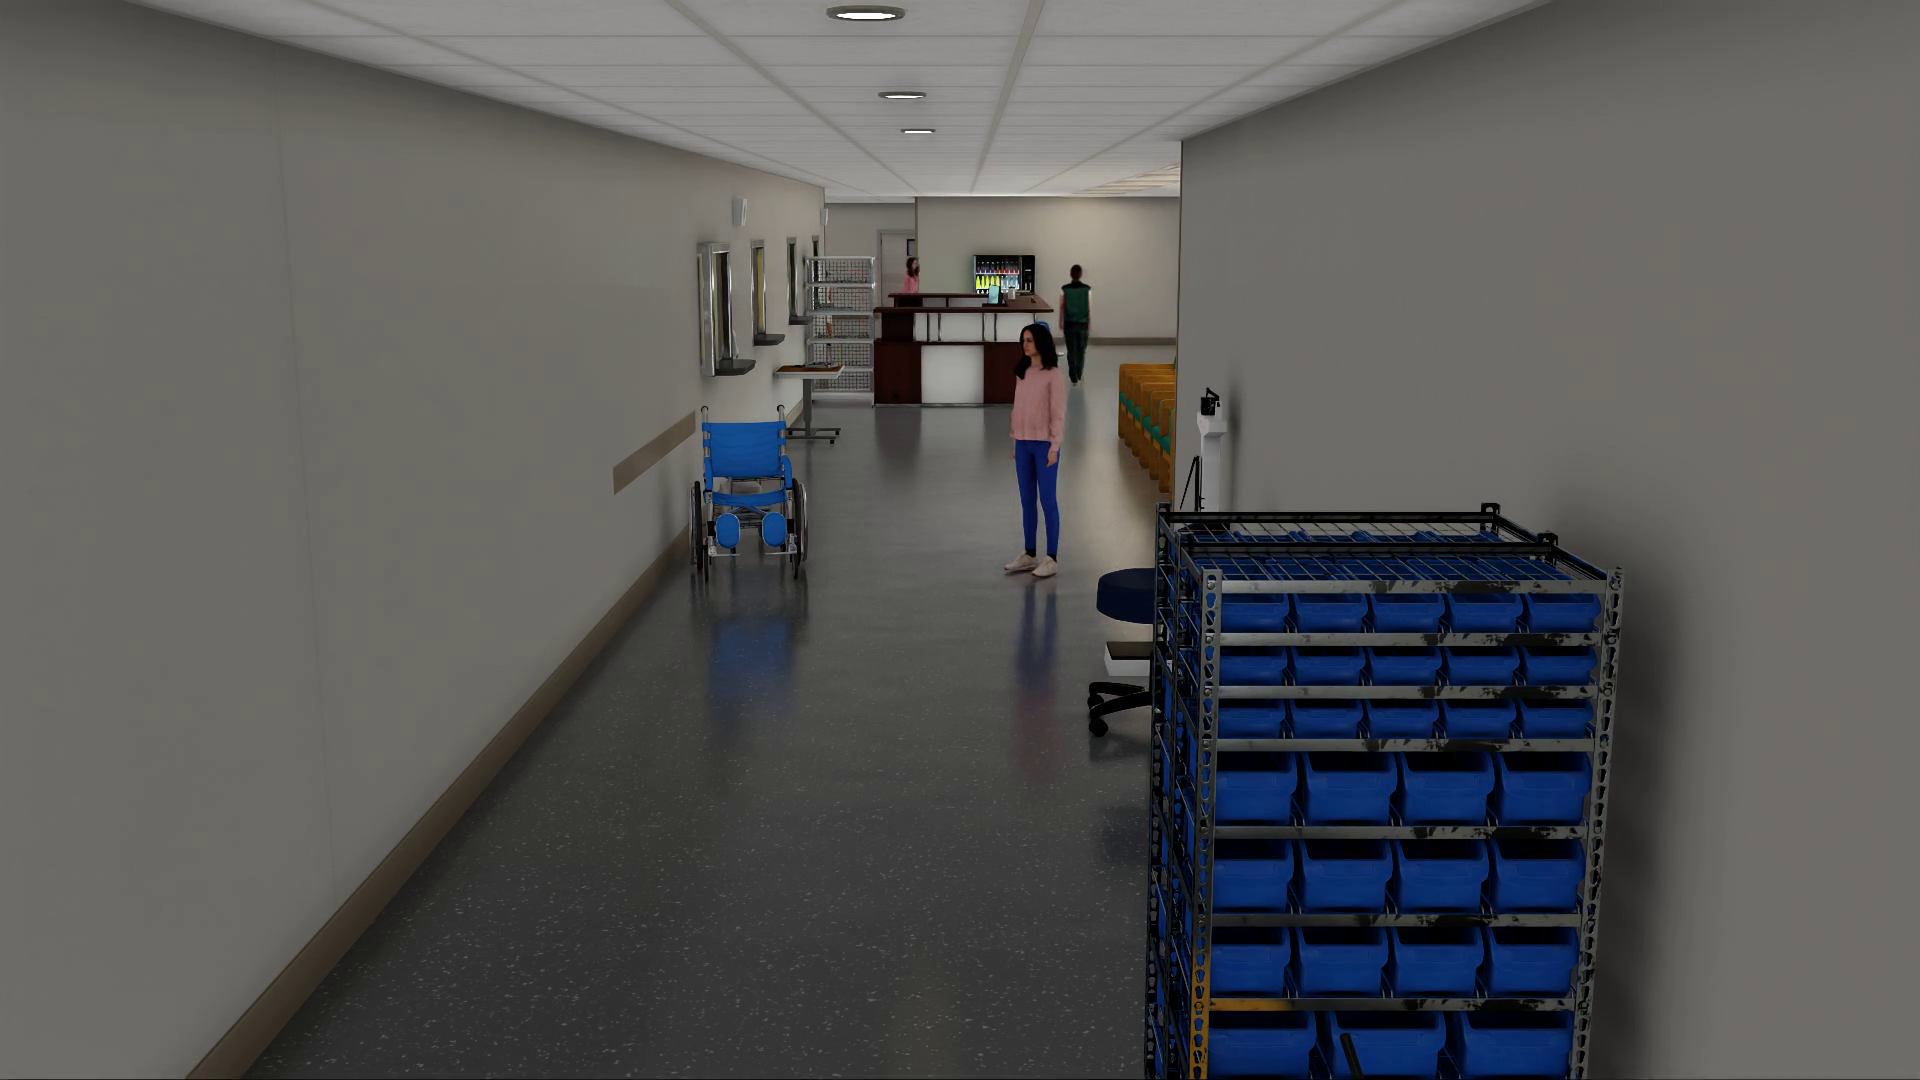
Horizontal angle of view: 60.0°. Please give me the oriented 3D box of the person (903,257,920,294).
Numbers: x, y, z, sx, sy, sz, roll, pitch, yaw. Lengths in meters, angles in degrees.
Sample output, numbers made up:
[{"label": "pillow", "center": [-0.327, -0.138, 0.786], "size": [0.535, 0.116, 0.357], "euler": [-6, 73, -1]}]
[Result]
[{"label": "person", "center": [-1.093, -4.791, 33.555], "size": [1.054, 1.770, 0.958], "euler": [7, 13, 34]}]

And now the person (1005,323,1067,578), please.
[{"label": "person", "center": [0.549, -0.634, 11.651], "size": [0.754, 1.768, 0.723], "euler": [-9, 14, -38]}]

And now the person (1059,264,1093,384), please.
[{"label": "person", "center": [1.770, -3.277, 25.496], "size": [1.033, 1.800, 0.735], "euler": [0, 11, 2]}]
